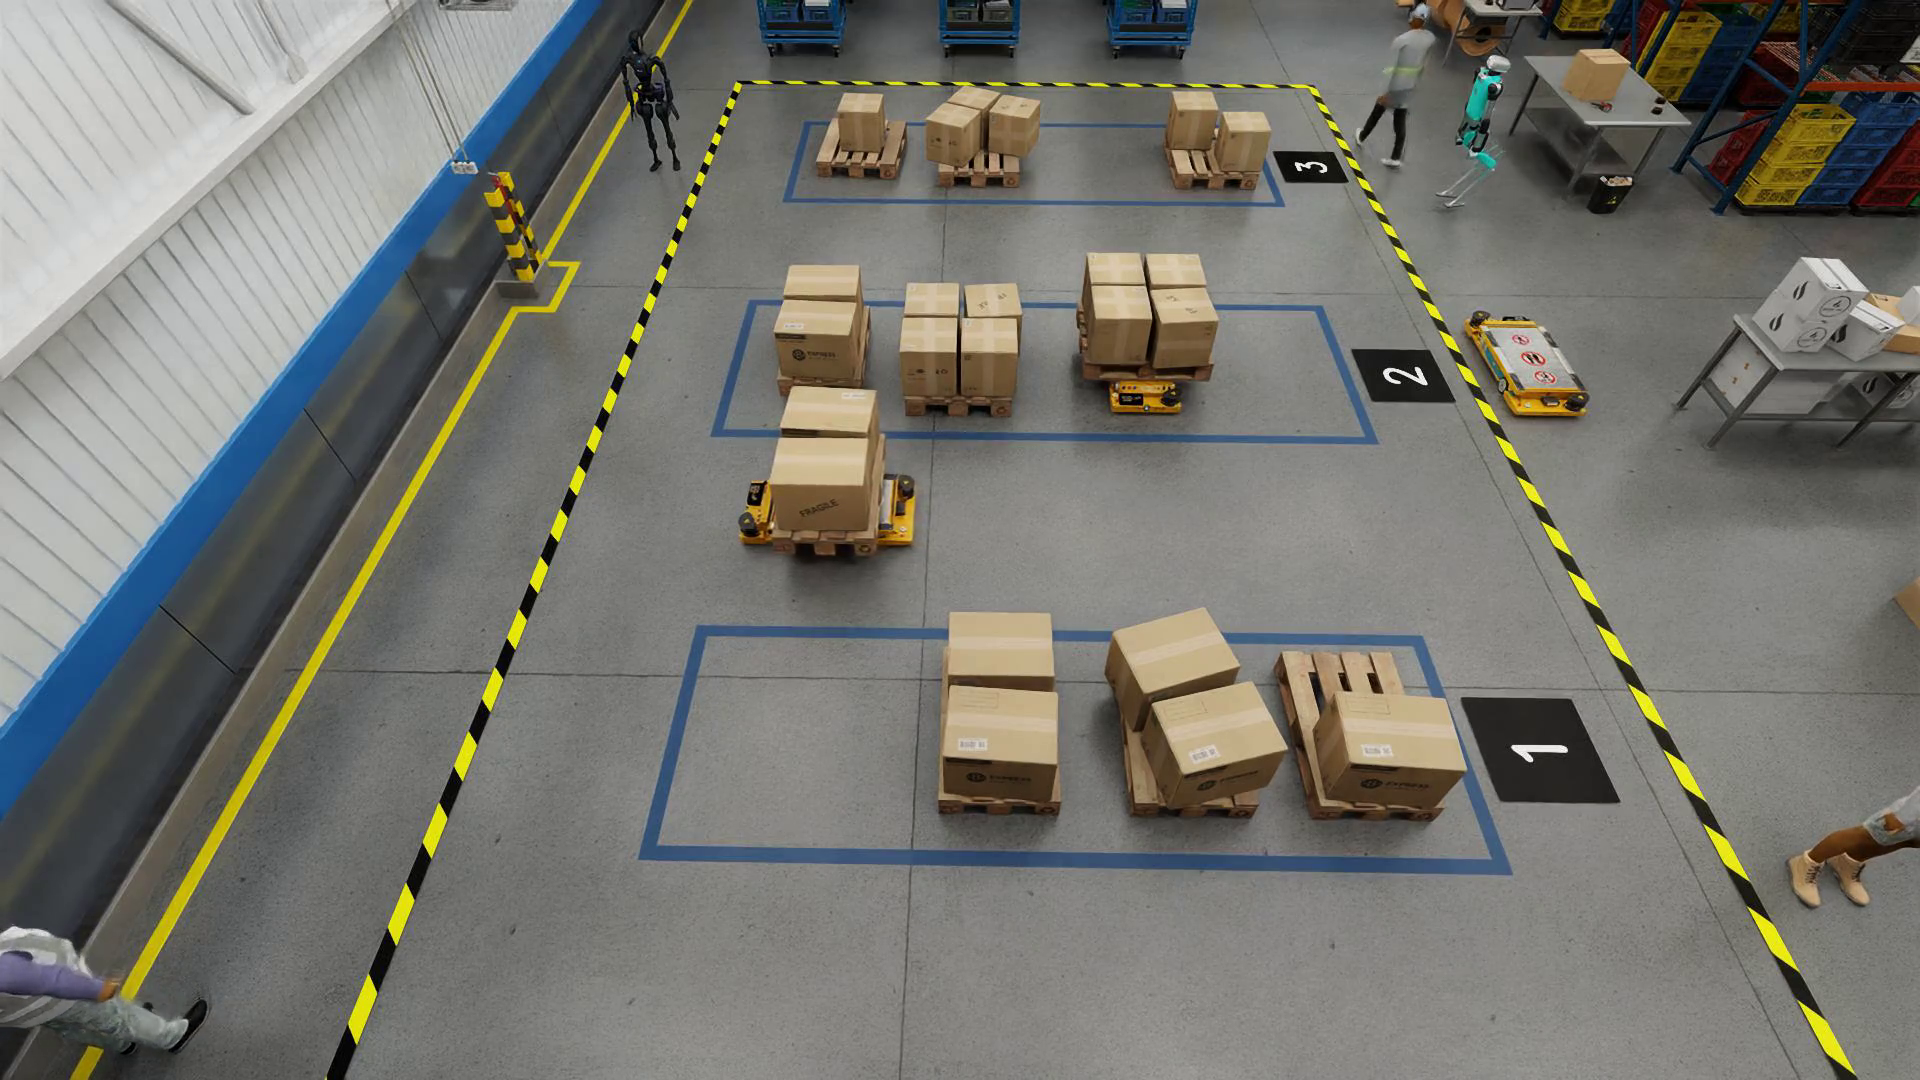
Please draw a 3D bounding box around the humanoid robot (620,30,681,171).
[{"bbox_3d":[-3.769,-5.360,11.231,0.599,1.657,0.315,-1,49,-1],"label":"humanoid robot"}]

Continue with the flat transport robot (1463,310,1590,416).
[{"bbox_3d":[5.573,-1.757,9.054,0.659,0.231,1.431,1,49,1],"label":"flat transport robot"}]

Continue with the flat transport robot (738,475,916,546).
[{"bbox_3d":[-1.107,-0.270,7.748,1.431,0.197,0.652,1,49,1],"label":"flat transport robot"}]

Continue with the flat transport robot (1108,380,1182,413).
[{"bbox_3d":[1.773,-1.807,9.079,0.652,0.197,1.431,1,49,1],"label":"flat transport robot"}]

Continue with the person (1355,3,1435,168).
[{"bbox_3d":[5.464,-5.644,11.405,0.624,1.790,0.990,-7,50,-6],"label":"person"}]

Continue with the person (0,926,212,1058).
[{"bbox_3d":[-4.576,2.224,4.573,0.586,1.834,0.404,1,49,1],"label":"person"}]

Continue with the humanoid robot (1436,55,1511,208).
[{"bbox_3d":[6.042,-4.652,10.499,0.735,1.677,0.533,0,49,0],"label":"humanoid robot"}]

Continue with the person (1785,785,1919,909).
[{"bbox_3d":[5.490,1.514,5.050,0.604,2.045,0.383,2,49,1],"label":"person"}]
